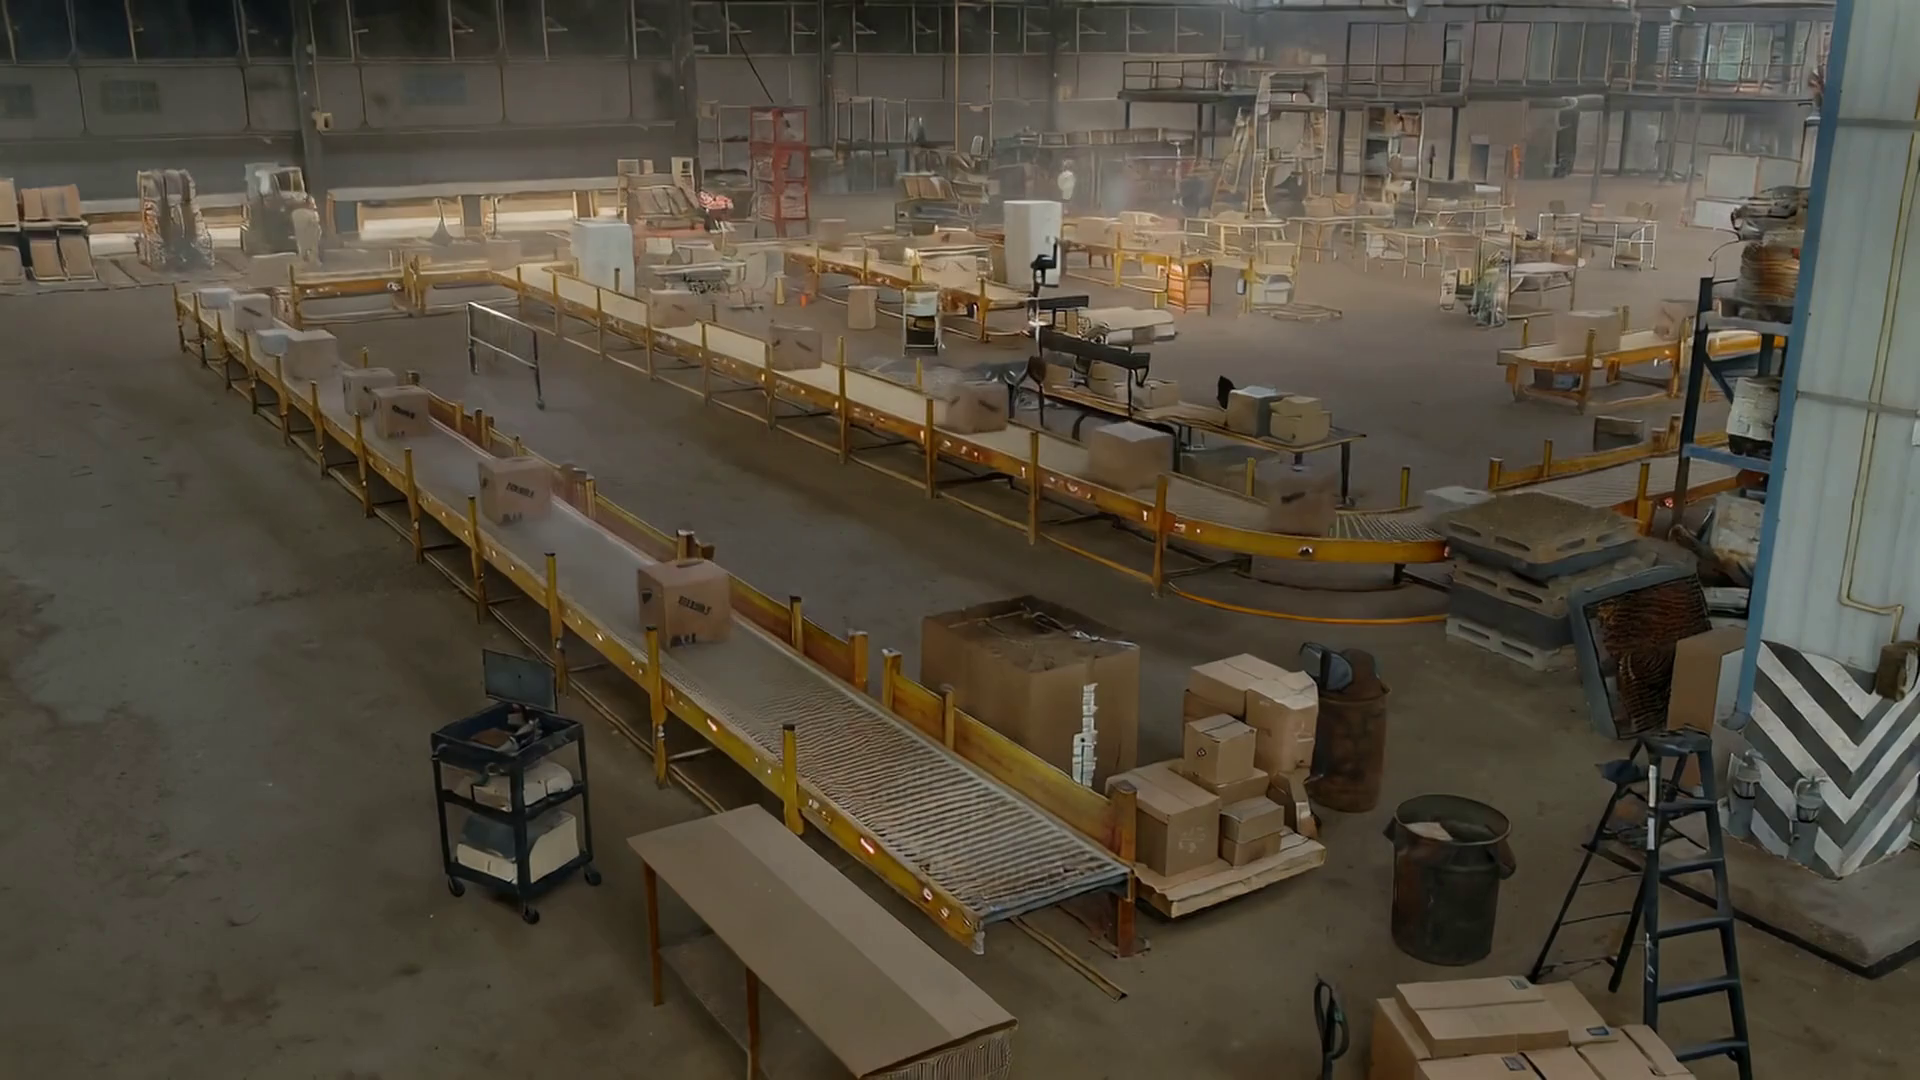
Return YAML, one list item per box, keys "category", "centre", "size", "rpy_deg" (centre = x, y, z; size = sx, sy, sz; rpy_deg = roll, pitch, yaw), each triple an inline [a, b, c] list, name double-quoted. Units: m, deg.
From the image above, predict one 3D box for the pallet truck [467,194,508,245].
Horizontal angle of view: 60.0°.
- category: "pallet truck"
  centre: [-11.983, -8.177, 42.137]
  size: [0.704, 1.261, 1.522]
  rpy_deg: [-11, 20, -33]

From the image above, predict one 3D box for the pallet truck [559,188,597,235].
- category: "pallet truck"
  centre: [-10.010, -8.652, 43.699]
  size: [0.653, 1.274, 1.630]
  rpy_deg: [-10, 20, -31]

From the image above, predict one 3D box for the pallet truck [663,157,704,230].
- category: "pallet truck"
  centre: [-7.586, -9.308, 44.692]
  size: [0.823, 1.965, 1.885]
  rpy_deg: [-11, 20, -33]

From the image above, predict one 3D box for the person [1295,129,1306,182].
- category: "person"
  centre: [12.327, -13.862, 60.040]
  size: [0.356, 1.885, 0.574]
  rpy_deg: [10, 20, 31]

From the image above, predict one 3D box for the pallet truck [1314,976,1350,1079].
- category: "pallet truck"
  centre: [2.299, 2.390, 7.086]
  size: [1.601, 1.201, 0.680]
  rpy_deg: [-2, 17, -7]

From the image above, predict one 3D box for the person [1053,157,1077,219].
- category: "person"
  centre: [2.730, -9.032, 43.740]
  size: [0.829, 2.013, 0.618]
  rpy_deg: [13, 21, 37]

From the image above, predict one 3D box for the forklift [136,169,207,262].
- category: "forklift"
  centre: [-17.842, -7.318, 37.559]
  size: [1.157, 1.987, 2.680]
  rpy_deg: [-10, 20, -31]

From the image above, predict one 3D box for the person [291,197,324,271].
- category: "person"
  centre: [-13.531, -6.152, 34.416]
  size: [0.638, 1.868, 0.938]
  rpy_deg: [4, 17, 14]

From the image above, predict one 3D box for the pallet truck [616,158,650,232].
- category: "pallet truck"
  centre: [-8.918, -9.176, 44.255]
  size: [0.823, 1.965, 1.885]
  rpy_deg: [-9, 19, -27]

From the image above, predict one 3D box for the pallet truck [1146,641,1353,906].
- category: "pallet truck"
  centre: [1.664, 1.407, 10.232]
  size: [1.630, 1.274, 0.653]
  rpy_deg: [-10, 20, -31]

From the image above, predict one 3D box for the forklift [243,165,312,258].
- category: "forklift"
  centre: [-15.898, -7.669, 38.708]
  size: [1.157, 1.987, 2.680]
  rpy_deg: [-11, 20, -33]

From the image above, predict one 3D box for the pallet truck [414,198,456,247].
- category: "pallet truck"
  centre: [-13.250, -8.060, 41.856]
  size: [0.680, 1.201, 1.601]
  rpy_deg: [-10, 20, -31]
